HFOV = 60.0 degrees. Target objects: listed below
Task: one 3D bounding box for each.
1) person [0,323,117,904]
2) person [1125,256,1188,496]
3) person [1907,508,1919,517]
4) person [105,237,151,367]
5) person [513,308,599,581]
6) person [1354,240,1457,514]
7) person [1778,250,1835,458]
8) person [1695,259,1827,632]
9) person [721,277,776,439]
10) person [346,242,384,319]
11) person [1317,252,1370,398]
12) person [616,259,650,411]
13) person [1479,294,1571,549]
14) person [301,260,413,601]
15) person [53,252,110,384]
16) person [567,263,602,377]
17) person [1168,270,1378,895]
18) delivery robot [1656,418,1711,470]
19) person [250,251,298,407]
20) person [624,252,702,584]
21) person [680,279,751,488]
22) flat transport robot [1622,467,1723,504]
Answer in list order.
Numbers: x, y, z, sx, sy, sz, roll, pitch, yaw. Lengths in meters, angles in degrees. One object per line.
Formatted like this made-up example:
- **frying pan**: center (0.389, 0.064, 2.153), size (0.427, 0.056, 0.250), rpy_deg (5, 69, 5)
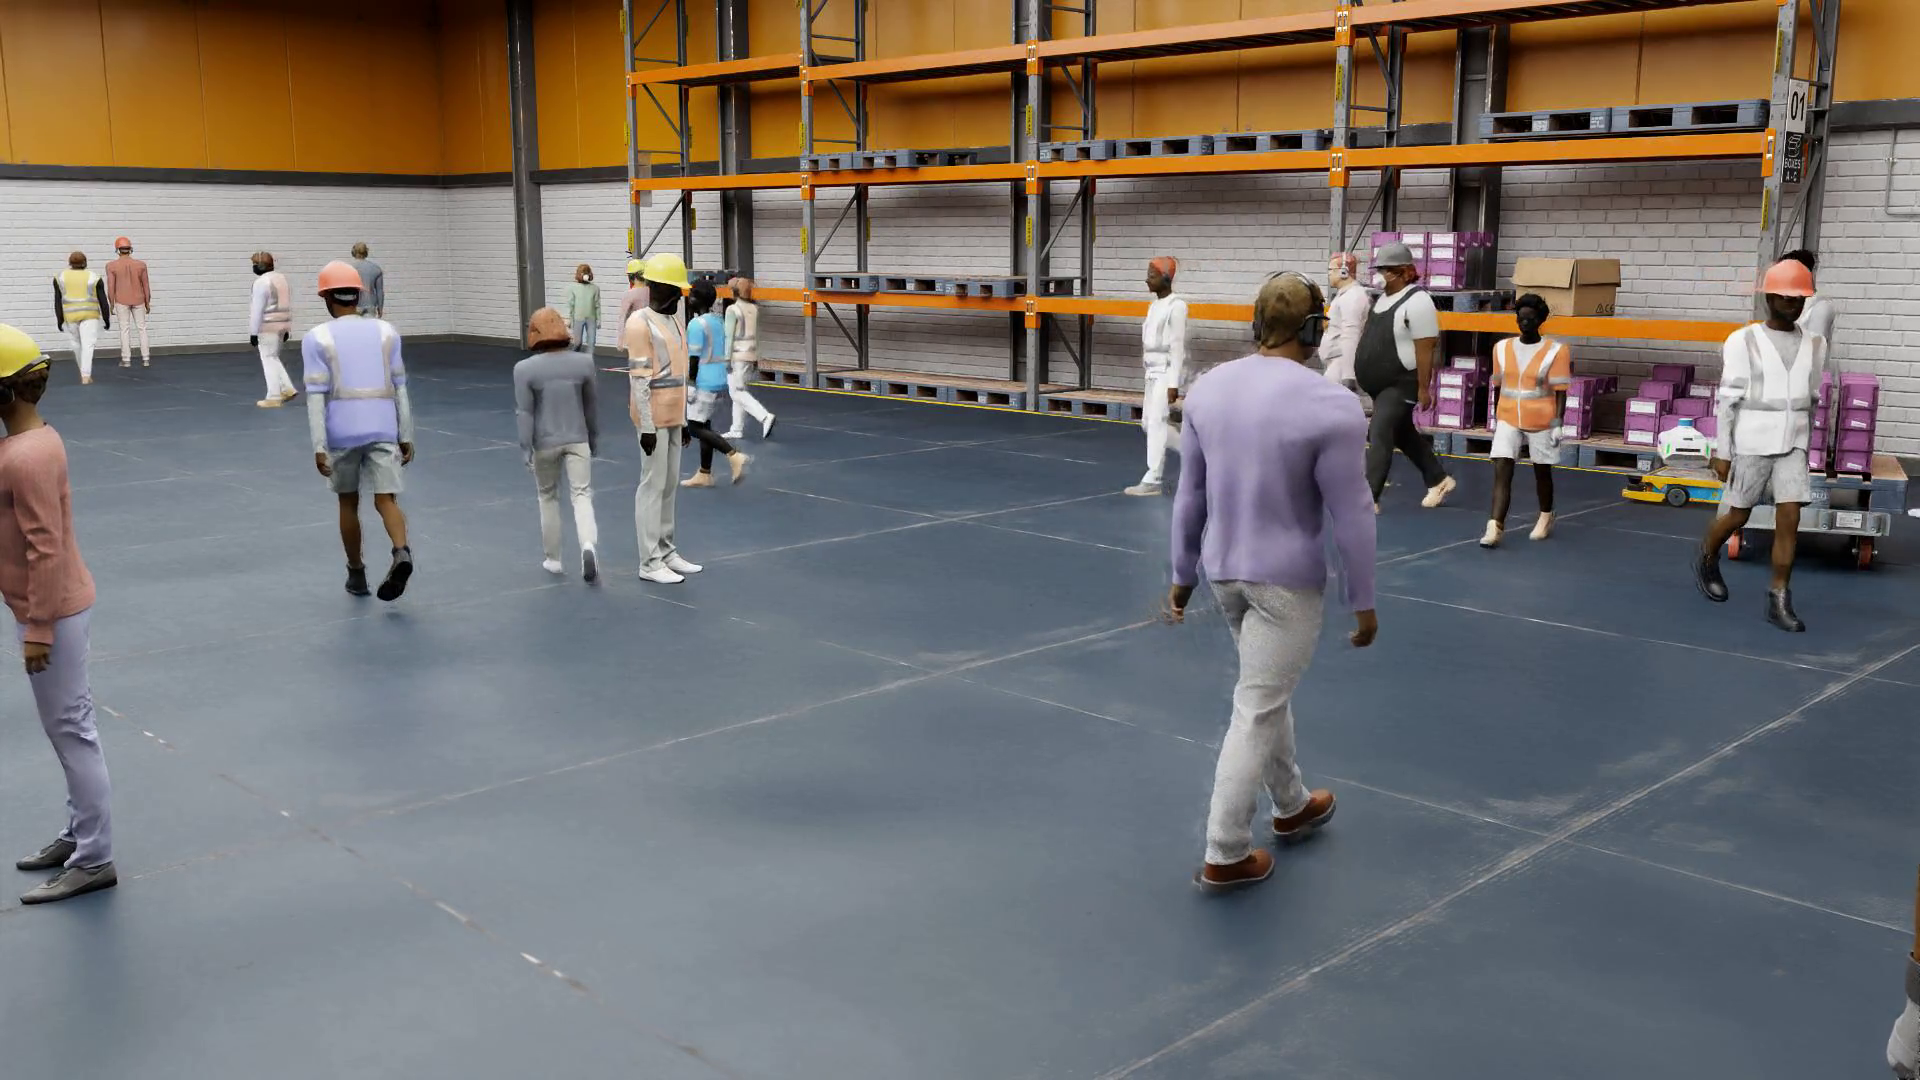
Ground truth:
- **person**: center (-2.819, 0.224, 5.081), size (0.329, 1.765, 0.526), rpy_deg (-5, 12, -27)
- **person**: center (1.632, -1.270, 12.959), size (0.634, 1.867, 0.578), rpy_deg (-3, 11, -14)
- **person**: center (7.102, -1.052, 11.682), size (0.677, 1.897, 0.549), rpy_deg (-1, 10, -7)
- **person**: center (-12.842, -3.676, 25.712), size (0.612, 1.996, 0.376), rpy_deg (-8, 13, -39)
- **person**: center (-2.336, -0.558, 9.770), size (0.503, 1.605, 0.732), rpy_deg (-5, 11, -24)
- **person**: center (3.256, -1.212, 12.154), size (0.985, 2.000, 0.680), rpy_deg (-2, 11, -12)
- **person**: center (6.304, -1.231, 12.618), size (0.871, 1.910, 0.637), rpy_deg (-2, 11, -9)
- **person**: center (4.235, -0.525, 8.793), size (0.555, 1.909, 0.889), rpy_deg (0, 10, -2)
- **person**: center (-2.104, -1.782, 16.404), size (0.633, 1.617, 0.525), rpy_deg (5, 11, 24)
- **person**: center (-8.937, -3.487, 24.879), size (0.647, 1.920, 0.450), rpy_deg (-8, 13, -36)
- **person**: center (2.959, -1.356, 13.346), size (0.668, 1.887, 0.688), rpy_deg (3, 11, 13)
- **person**: center (-3.671, -2.273, 18.719), size (0.711, 1.741, 0.547), rpy_deg (7, 13, 35)
- **person**: center (3.696, -0.772, 10.817), size (0.540, 1.648, 0.880), rpy_deg (8, 13, 37)
- **person**: center (-3.256, -0.576, 9.110), size (0.563, 1.895, 0.836), rpy_deg (-7, 13, -34)
- **person**: center (-12.066, -3.061, 22.916), size (0.647, 1.787, 0.973), rpy_deg (-3, 11, -16)
- **person**: center (-5.408, -3.162, 23.912), size (0.517, 1.618, 0.519), rpy_deg (-6, 12, -28)
- **person**: center (1.065, 0.120, 5.241), size (0.906, 1.906, 0.660), rpy_deg (-9, 13, -39)
- **delivery robot**: center (5.800, -0.732, 13.336), size (0.477, 0.478, 0.707), rpy_deg (3, 11, 17)
- **person**: center (-8.111, -2.465, 19.546), size (0.434, 1.831, 0.659), rpy_deg (1, 10, 6)
- **person**: center (-1.732, -0.716, 9.771), size (0.379, 1.923, 0.591), rpy_deg (2, 11, 11)
- **person**: center (-1.959, -1.223, 13.183), size (0.554, 1.680, 0.552), rpy_deg (2, 11, 11)
- **flat transport robot**: center (5.789, -0.379, 12.441), size (1.431, 0.197, 0.652), rpy_deg (8, 13, 37)
